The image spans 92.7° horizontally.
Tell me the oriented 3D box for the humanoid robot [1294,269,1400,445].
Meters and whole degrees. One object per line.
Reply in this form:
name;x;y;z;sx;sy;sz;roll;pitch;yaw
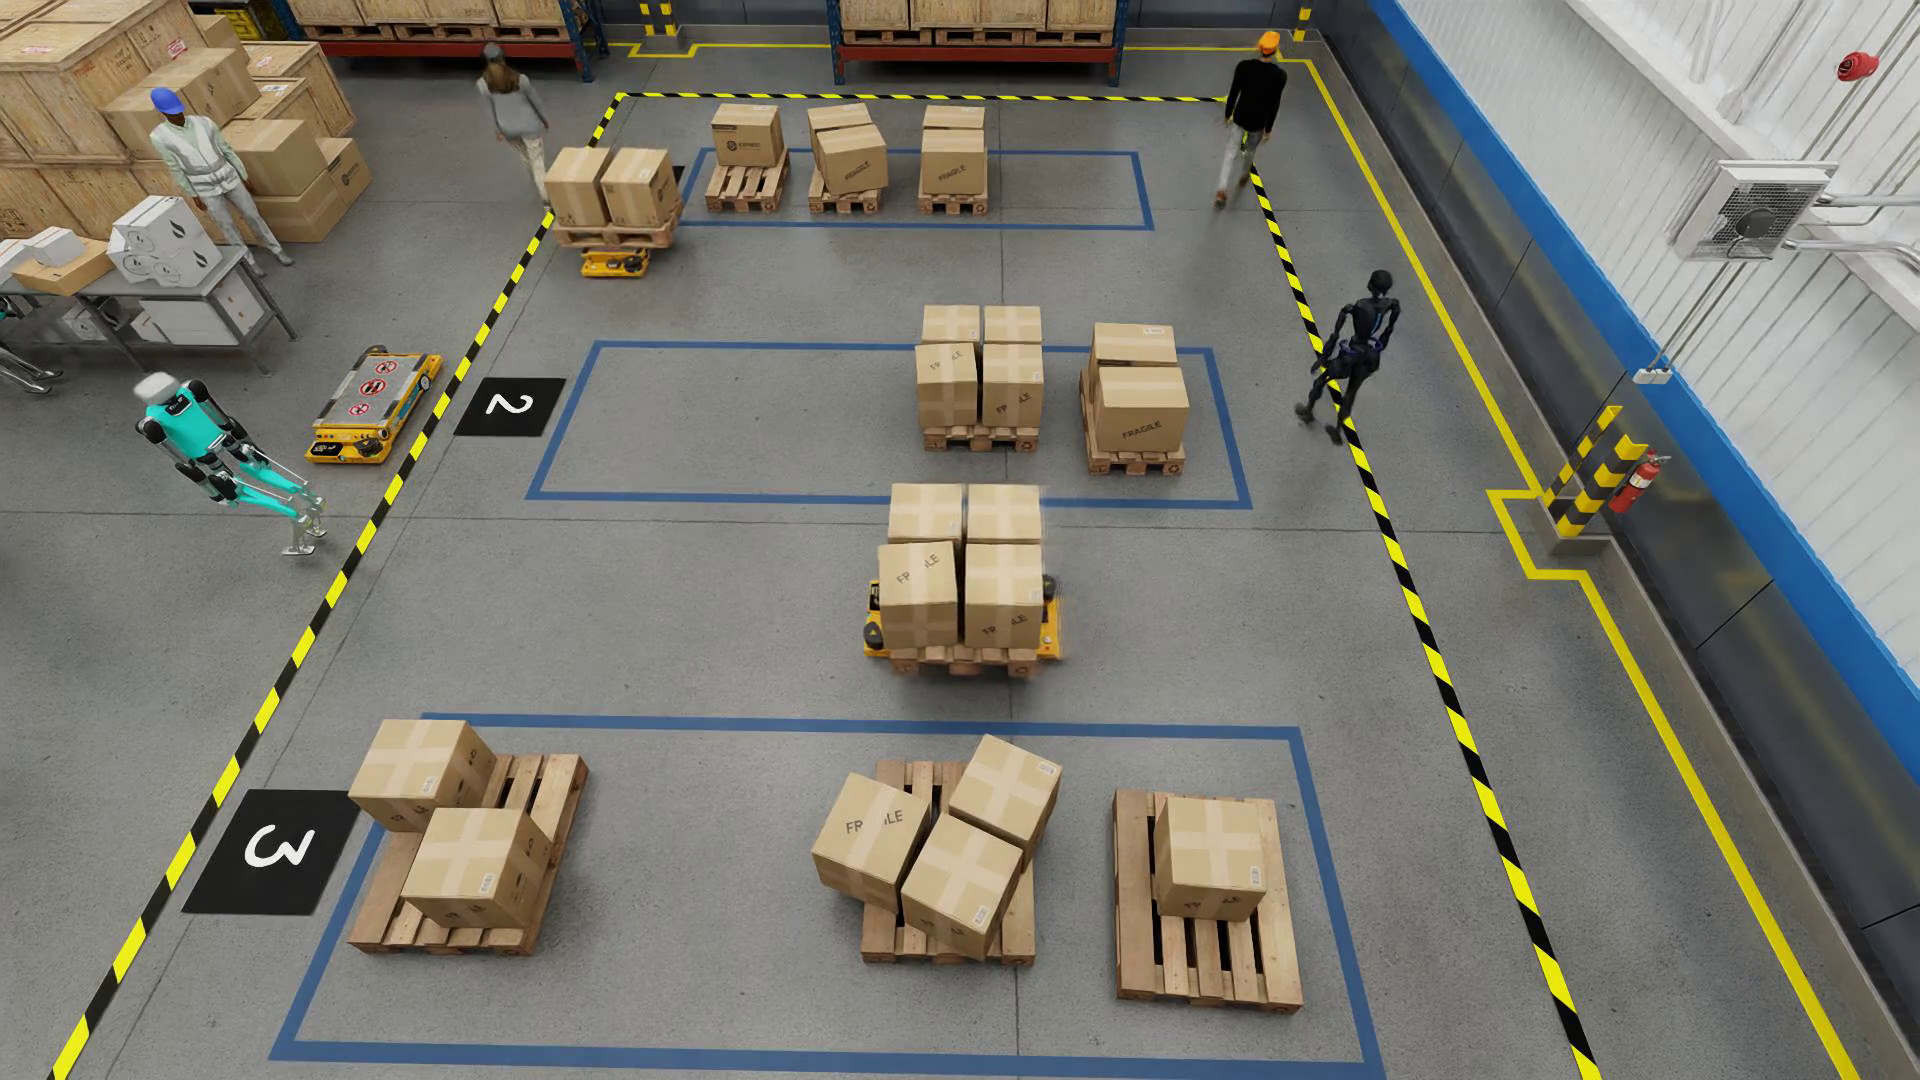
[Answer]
humanoid robot;3.323;-1.579;7.786;0.585;1.639;0.557;-7;50;-6

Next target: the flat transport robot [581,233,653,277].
flat transport robot;-3.731;-3.432;10.253;0.652;0.197;1.431;1;50;1

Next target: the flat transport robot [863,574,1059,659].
flat transport robot;0.014;0.557;6.878;1.431;0.197;0.652;1;50;1

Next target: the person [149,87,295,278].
person;-7.561;-3.623;9.342;0.405;1.940;0.603;32;57;24

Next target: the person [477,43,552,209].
person;-4.991;-4.733;10.419;0.593;1.714;0.944;-9;50;-7

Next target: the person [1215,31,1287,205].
person;3.259;-4.751;10.355;0.596;1.847;0.924;23;53;18

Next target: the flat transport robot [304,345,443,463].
flat transport robot;-5.383;-1.269;8.441;0.659;0.231;1.431;1;50;1

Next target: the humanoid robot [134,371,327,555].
humanoid robot;-5.190;-0.497;6.737;0.735;1.677;0.533;8;50;7

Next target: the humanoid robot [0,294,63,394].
humanoid robot;-8.744;-2.020;8.026;0.735;1.677;0.533;-6;50;-5
